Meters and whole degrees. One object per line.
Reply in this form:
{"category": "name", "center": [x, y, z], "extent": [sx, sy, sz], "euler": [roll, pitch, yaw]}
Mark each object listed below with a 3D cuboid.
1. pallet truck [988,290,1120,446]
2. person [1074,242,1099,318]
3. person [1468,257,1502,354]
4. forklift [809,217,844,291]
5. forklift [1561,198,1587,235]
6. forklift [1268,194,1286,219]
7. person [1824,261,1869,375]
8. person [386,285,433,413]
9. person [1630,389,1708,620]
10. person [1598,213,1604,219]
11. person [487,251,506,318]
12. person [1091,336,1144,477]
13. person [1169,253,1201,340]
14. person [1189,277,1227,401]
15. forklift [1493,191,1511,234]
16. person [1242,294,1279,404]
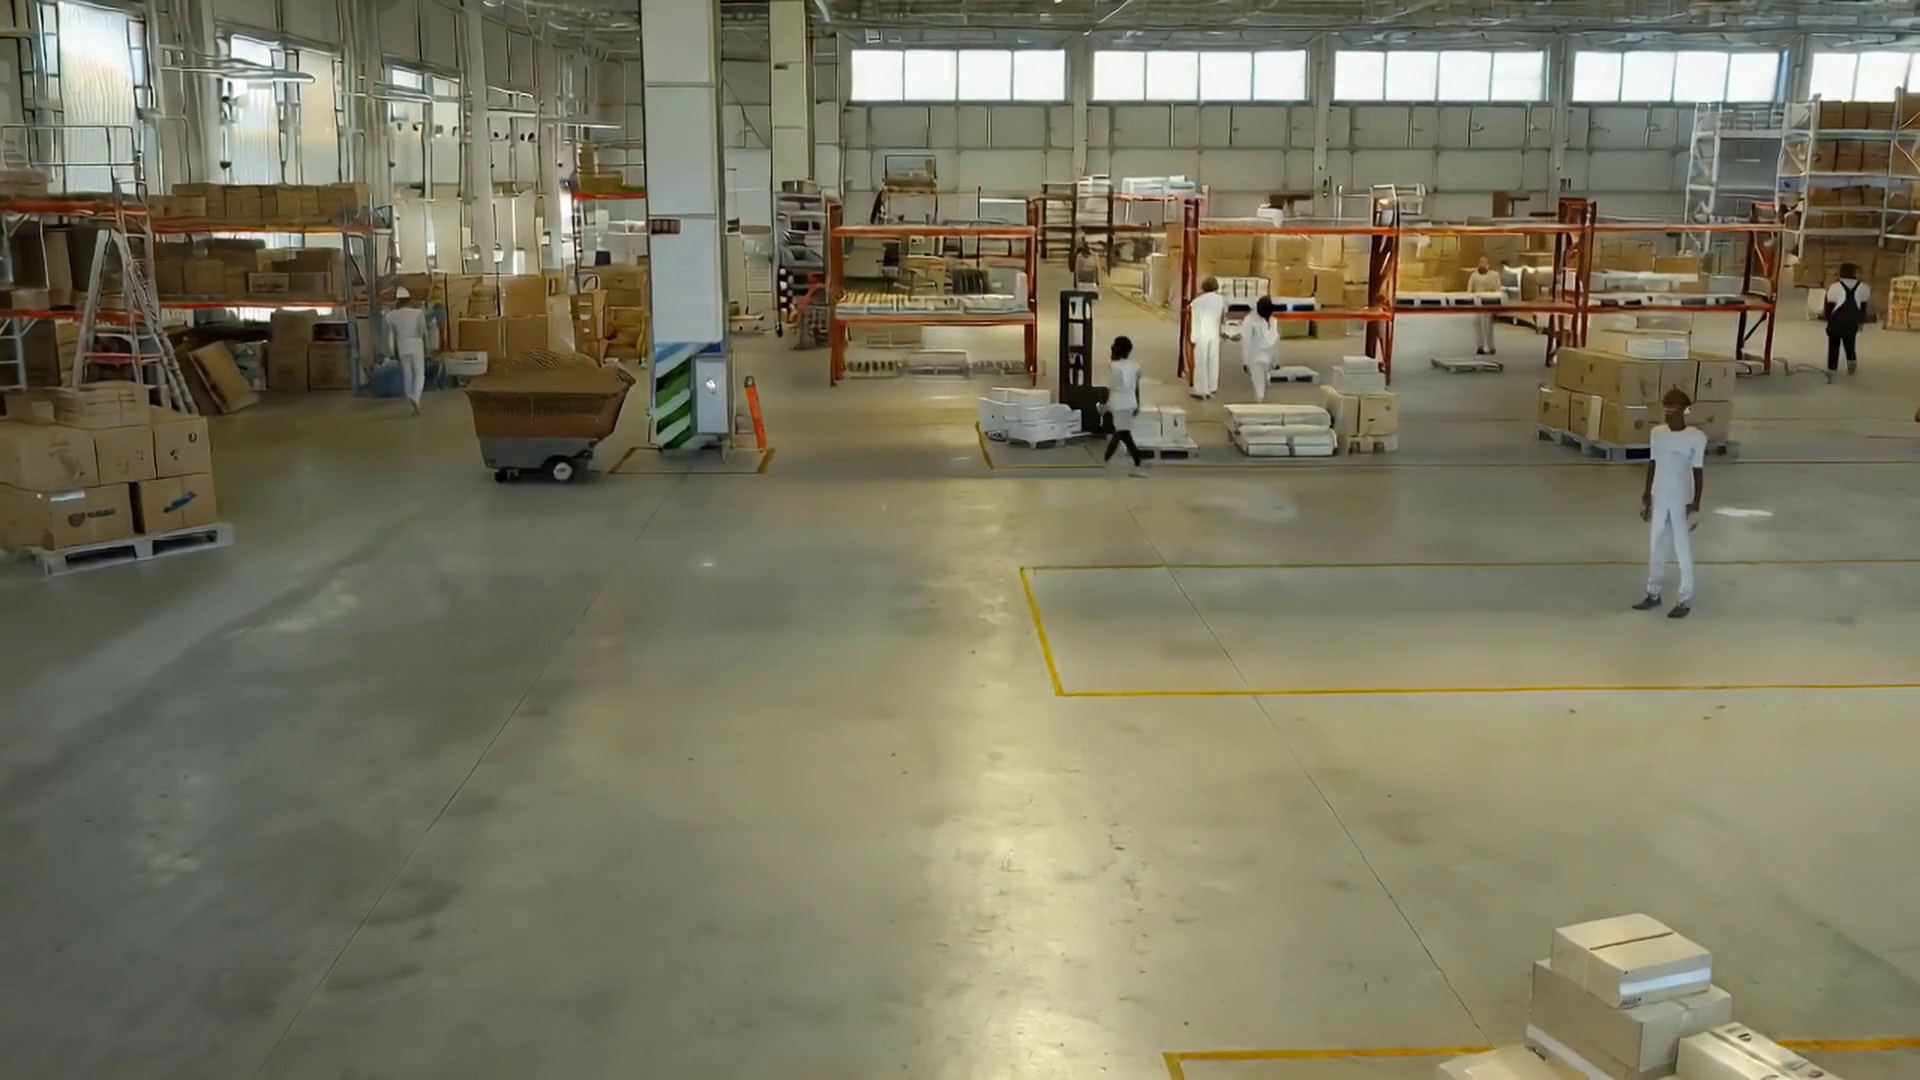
{"category": "pallet truck", "center": [1.257, -2.299, 22.111], "extent": [1.885, 1.965, 0.823], "euler": [-9, 15, -35]}
{"category": "person", "center": [3.070, -6.259, 40.252], "extent": [0.611, 1.873, 0.999], "euler": [0, 12, 0]}
{"category": "person", "center": [10.370, -4.633, 32.884], "extent": [0.656, 1.899, 0.420], "euler": [7, 14, 28]}
{"category": "forklift", "center": [-4.375, -8.619, 48.637], "extent": [1.873, 2.768, 1.129], "euler": [0, 12, -2]}
{"category": "forklift", "center": [17.204, -8.212, 46.797], "extent": [1.873, 2.768, 1.129], "euler": [0, 12, -2]}
{"category": "forklift", "center": [10.412, -9.995, 54.846], "extent": [1.873, 2.768, 1.129], "euler": [0, 12, -2]}
{"category": "person", "center": [15.525, -3.897, 29.227], "extent": [0.697, 2.000, 0.609], "euler": [2, 13, 7]}
{"category": "person", "center": [-8.134, -2.811, 24.616], "extent": [0.628, 1.905, 0.666], "euler": [-2, 13, -8]}
{"category": "person", "center": [5.730, -0.287, 13.354], "extent": [0.316, 1.860, 0.569], "euler": [-8, 15, -33]}
{"category": "person", "center": [25.583, -12.088, 66.485], "extent": [0.547, 1.921, 0.623], "euler": [4, 13, 19]}
{"category": "person", "center": [-11.430, -6.267, 40.866], "extent": [0.523, 1.631, 0.323], "euler": [12, 17, 42]}
{"category": "person", "center": [1.906, -1.586, 19.676], "extent": [0.874, 1.649, 0.531], "euler": [10, 16, 39]}
{"category": "person", "center": [4.822, -5.151, 35.280], "extent": [0.666, 1.867, 1.028], "euler": [-4, 13, -18]}
{"category": "person", "center": [3.877, -3.162, 26.140], "extent": [0.630, 1.940, 0.371], "euler": [-6, 14, -25]}
{"category": "forklift", "center": [20.401, -11.777, 62.893], "extent": [1.873, 2.768, 1.129], "euler": [0, 12, -2]}
{"category": "person", "center": [4.343, -2.608, 23.910], "extent": [0.624, 1.853, 0.431], "euler": [-8, 15, -32]}
